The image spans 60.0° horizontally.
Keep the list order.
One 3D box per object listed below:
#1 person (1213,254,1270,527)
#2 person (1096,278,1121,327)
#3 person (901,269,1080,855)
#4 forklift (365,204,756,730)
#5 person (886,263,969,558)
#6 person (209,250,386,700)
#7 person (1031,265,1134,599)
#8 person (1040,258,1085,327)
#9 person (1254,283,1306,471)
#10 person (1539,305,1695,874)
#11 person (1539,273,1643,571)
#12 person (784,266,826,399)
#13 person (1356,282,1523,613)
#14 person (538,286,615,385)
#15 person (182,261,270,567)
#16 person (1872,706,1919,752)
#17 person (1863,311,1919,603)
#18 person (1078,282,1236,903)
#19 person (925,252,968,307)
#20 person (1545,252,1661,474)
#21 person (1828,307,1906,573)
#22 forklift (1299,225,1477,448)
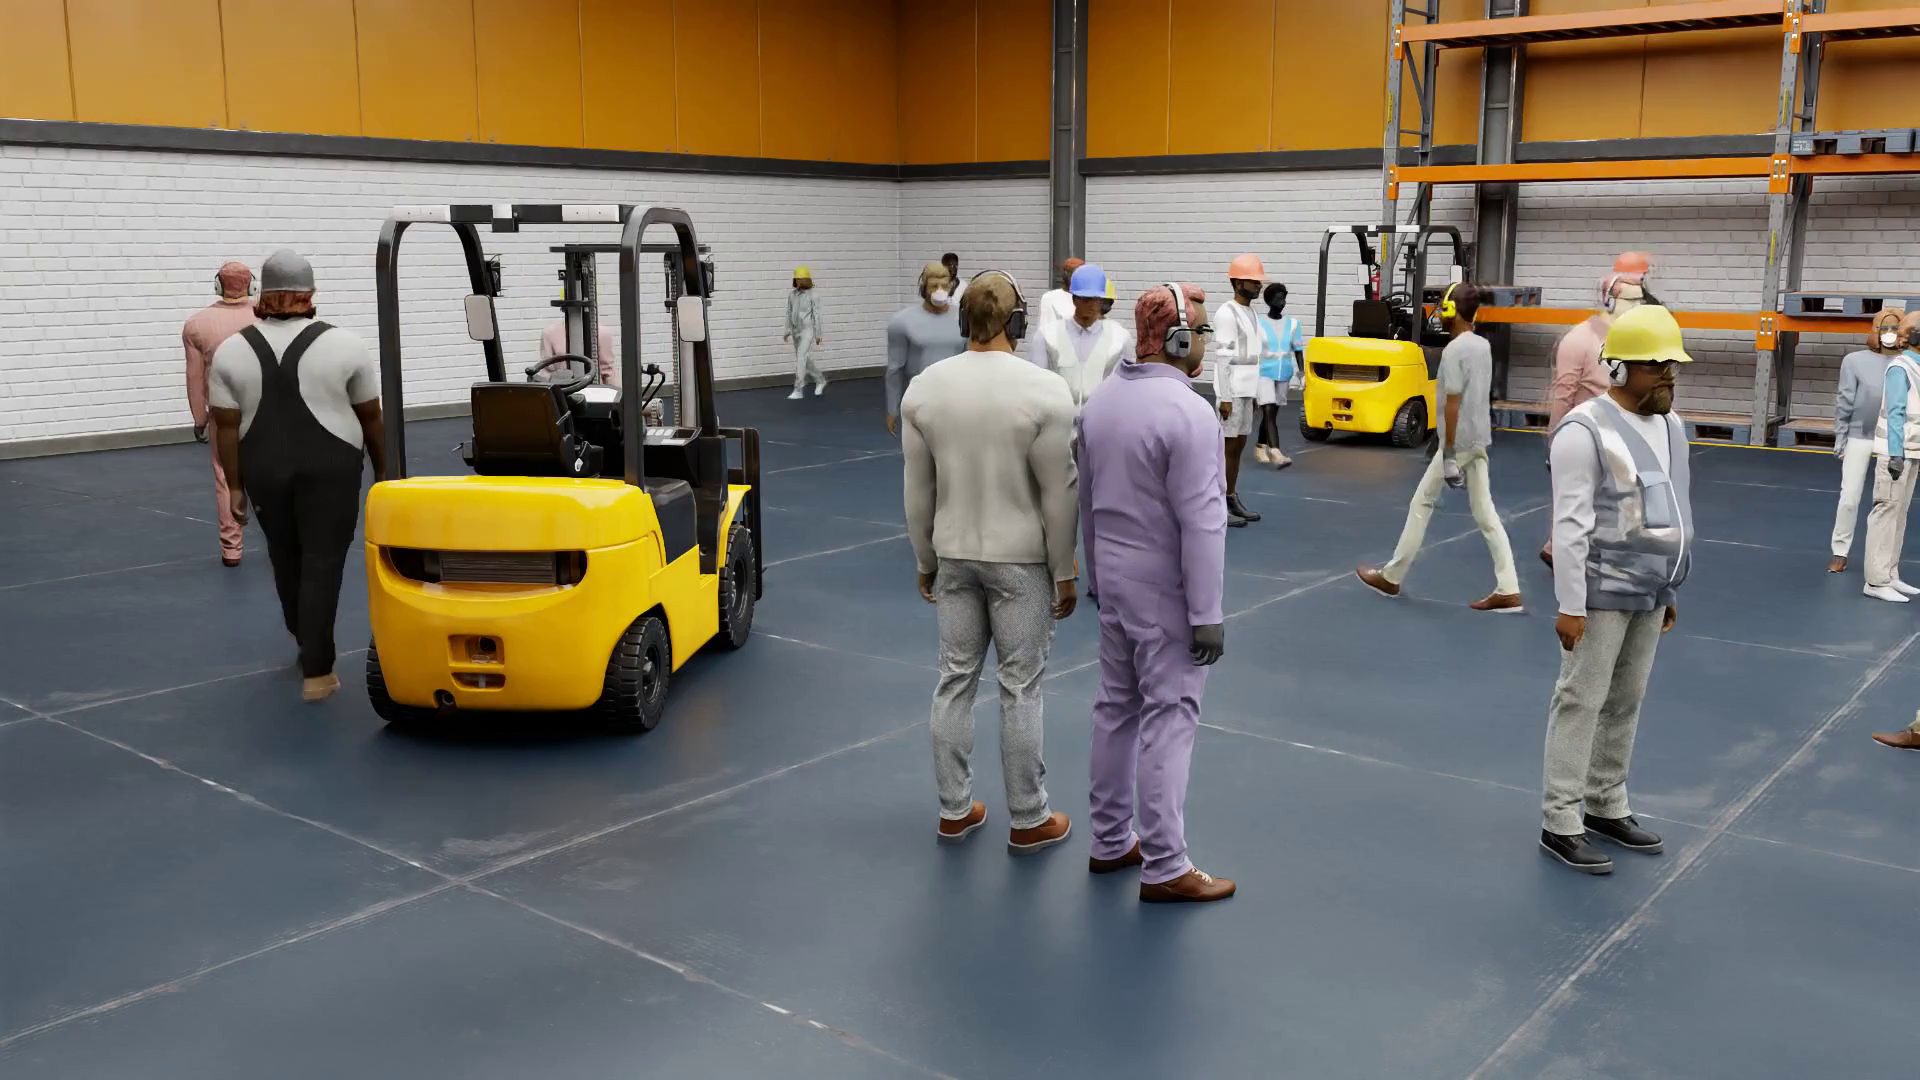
[{"bbox_3d":[2.010,-1.066,11.890,0.378,1.936,0.548,6,12,31],"label":"person"},{"bbox_3d":[1.069,-1.283,13.647,0.524,1.738,0.772,-6,12,-28],"label":"person"},{"bbox_3d":[0.109,0.080,5.537,0.627,1.940,0.371,5,12,27],"label":"person"},{"bbox_3d":[-1.766,-0.406,7.525,1.214,2.155,2.313,1,10,7],"label":"forklift"},{"bbox_3d":[-0.129,-0.848,10.830,0.653,1.882,1.007,-3,11,-14],"label":"person"},{"bbox_3d":[-2.984,-0.351,7.646,0.697,2.000,1.045,-1,10,-4],"label":"person"},{"bbox_3d":[0.694,-0.634,9.637,0.613,1.898,0.991,1,10,5],"label":"person"},{"bbox_3d":[1.050,-1.669,15.425,0.596,1.862,0.615,-4,11,-21],"label":"person"},{"bbox_3d":[2.820,-1.460,14.858,0.551,1.644,0.861,-3,11,-16],"label":"person"},{"bbox_3d":[2.152,0.156,5.411,0.599,1.830,0.403,-7,13,-35],"label":"person"},{"bbox_3d":[3.697,-0.610,9.612,0.648,1.860,0.997,-4,11,-23],"label":"person"},{"bbox_3d":[-1.992,-2.702,21.584,0.484,1.710,0.808,8,13,38],"label":"person"},{"bbox_3d":[2.738,-0.518,9.236,0.489,1.804,1.006,-9,14,-41],"label":"person"},{"bbox_3d":[-2.773,-0.988,12.002,0.543,1.749,0.563,1,10,6],"label":"person"},{"bbox_3d":[-4.462,-0.782,10.407,0.651,1.906,0.409,-3,11,-17],"label":"person"},{"bbox_3d":[3.959,0.070,6.462,0.541,1.616,0.513,10,14,44],"label":"person"},{"bbox_3d":[5.357,-0.474,9.447,0.310,1.637,0.514,9,14,41],"label":"person"},{"bbox_3d":[0.632,0.161,5.180,0.402,1.906,0.652,-5,11,-26],"label":"person"},{"bbox_3d":[-0.210,-2.568,20.347,0.629,1.894,0.650,-6,12,-30],"label":"person"},{"bbox_3d":[5.380,-1.360,13.531,1.046,1.926,0.630,-2,10,-9],"label":"person"},{"bbox_3d":[5.591,-0.595,10.123,0.498,1.634,0.284,5,11,24],"label":"person"},{"bbox_3d":[4.449,-2.115,16.993,1.214,2.155,2.313,8,13,38],"label":"forklift"}]
